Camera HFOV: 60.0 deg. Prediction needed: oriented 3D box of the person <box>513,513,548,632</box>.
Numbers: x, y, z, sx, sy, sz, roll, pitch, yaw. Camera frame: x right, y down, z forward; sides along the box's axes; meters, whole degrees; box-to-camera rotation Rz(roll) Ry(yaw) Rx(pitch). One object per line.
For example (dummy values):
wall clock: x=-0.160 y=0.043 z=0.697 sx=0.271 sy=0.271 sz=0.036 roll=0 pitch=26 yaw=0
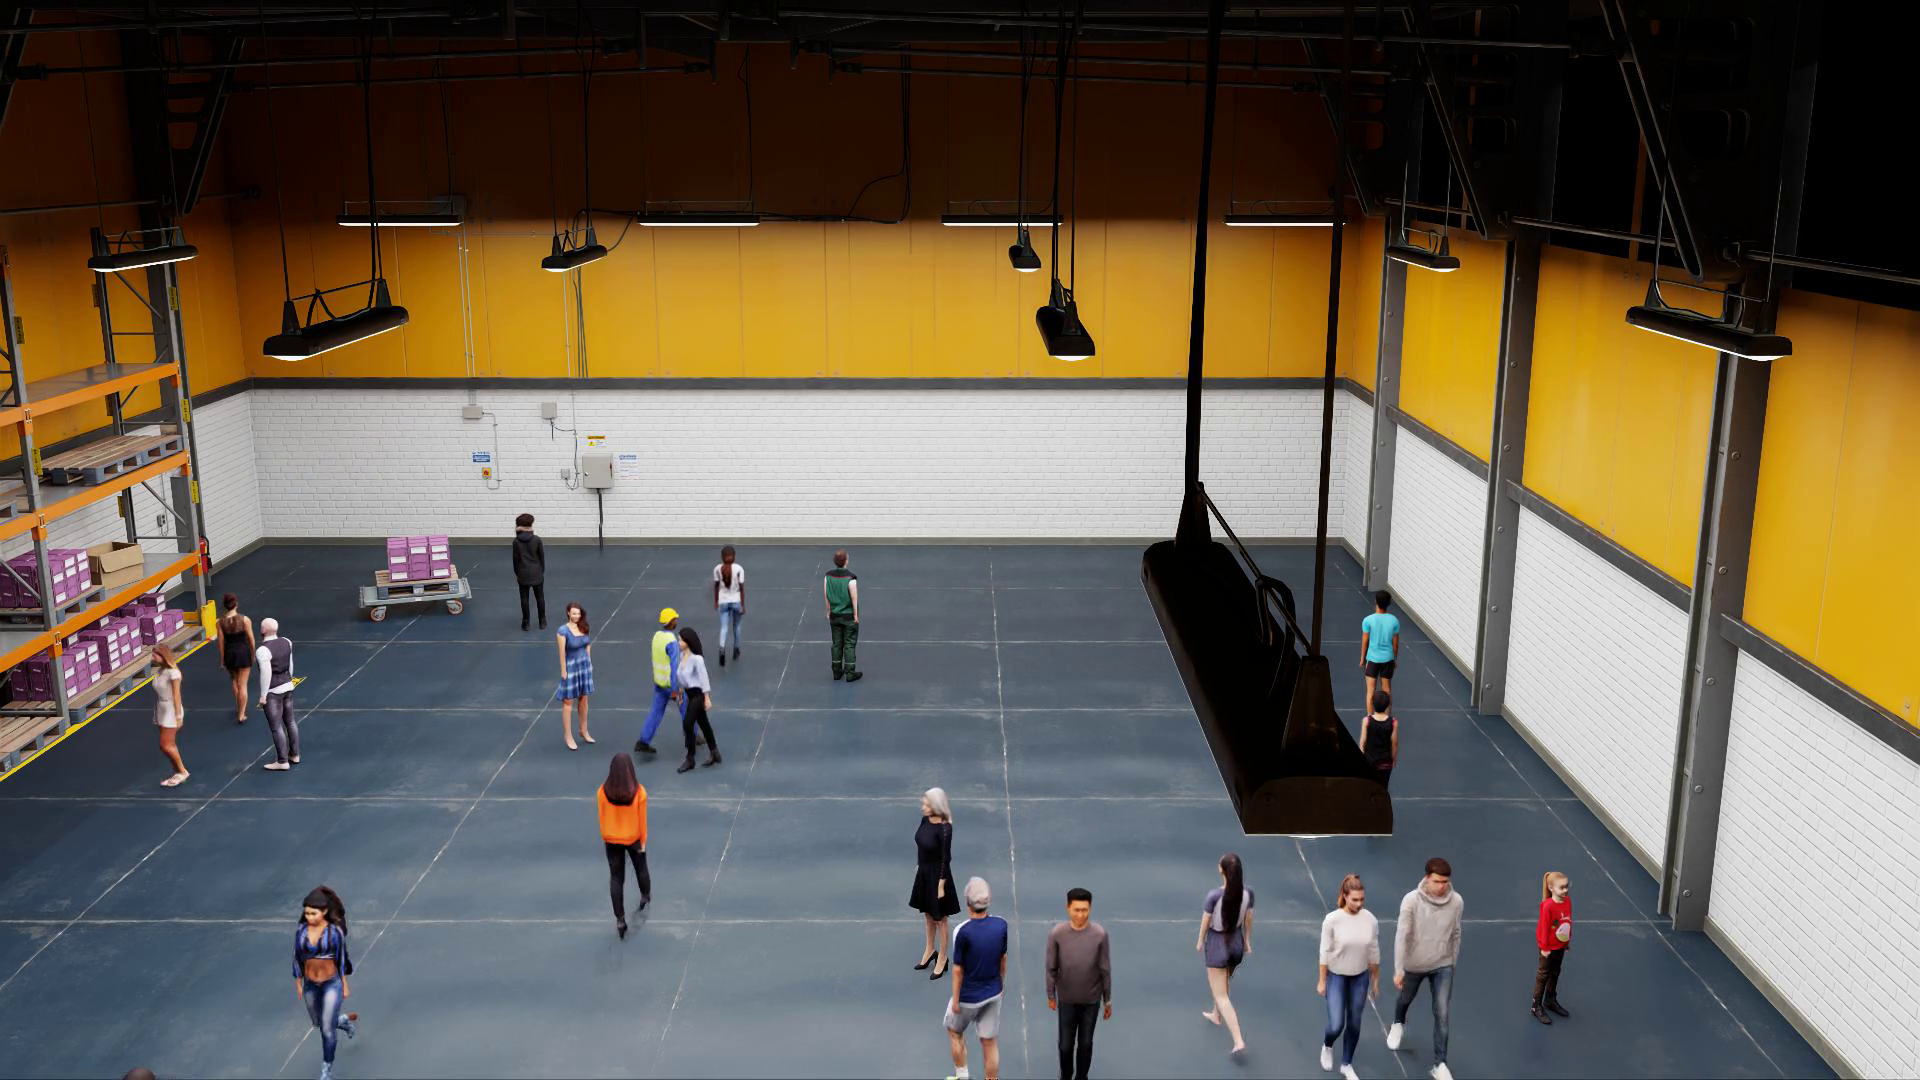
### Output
person: x=-6.453 y=0.479 z=24.965 sx=0.683 sy=1.775 sz=0.678 roll=-4 pitch=14 yaw=-14

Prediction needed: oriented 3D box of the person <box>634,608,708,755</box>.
person: x=-3.557 y=1.728 z=19.819 sx=1.253 sy=1.768 sz=1.206 roll=-13 pitch=18 yaw=-42

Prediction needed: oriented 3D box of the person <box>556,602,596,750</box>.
person: x=-4.645 y=1.626 z=20.159 sx=0.822 sy=1.807 sz=0.732 roll=10 pitch=17 yaw=36

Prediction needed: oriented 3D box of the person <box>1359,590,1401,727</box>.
person: x=5.238 y=1.499 z=20.755 sx=0.615 sy=1.773 sz=0.489 roll=0 pitch=14 yaw=-1

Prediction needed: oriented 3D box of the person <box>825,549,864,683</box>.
person: x=-1.585 y=1.009 z=22.628 sx=0.732 sy=1.844 sz=0.738 roll=6 pitch=15 yaw=24

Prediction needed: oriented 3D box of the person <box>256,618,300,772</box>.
person: x=-7.990 y=1.787 z=19.458 sx=0.810 sy=1.823 sz=0.633 roll=4 pitch=14 yaw=15

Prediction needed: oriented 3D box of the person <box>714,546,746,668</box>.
person: x=-3.232 y=0.943 z=23.220 sx=0.595 sy=1.693 sz=1.046 roll=0 pitch=14 yaw=2

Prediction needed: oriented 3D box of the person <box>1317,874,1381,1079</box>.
person: x=2.995 y=3.403 z=13.018 sx=0.669 sy=1.714 sz=0.695 roll=-2 pitch=14 yaw=-9

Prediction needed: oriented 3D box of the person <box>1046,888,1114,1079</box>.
person: x=0.917 y=3.452 z=12.725 sx=0.613 sy=1.757 sz=0.648 roll=0 pitch=14 yaw=0

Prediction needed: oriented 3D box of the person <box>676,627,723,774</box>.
person: x=-2.998 y=1.853 z=19.421 sx=0.964 sy=1.712 sz=0.933 roll=-10 pitch=17 yaw=-35

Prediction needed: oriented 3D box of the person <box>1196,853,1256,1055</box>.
person: x=2.182 y=3.353 z=13.434 sx=0.849 sy=1.615 sz=1.092 roll=-6 pitch=15 yaw=-22

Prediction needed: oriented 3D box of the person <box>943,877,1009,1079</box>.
person: x=0.176 y=3.461 z=12.552 sx=0.824 sy=1.821 sz=0.877 roll=-7 pitch=15 yaw=-28

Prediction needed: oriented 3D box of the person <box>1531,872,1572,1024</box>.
person: x=4.984 y=3.395 z=13.973 sx=0.586 sy=1.281 sz=0.629 roll=-9 pitch=16 yaw=-33

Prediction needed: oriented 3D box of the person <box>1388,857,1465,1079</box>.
person: x=3.651 y=3.318 z=13.159 sx=0.722 sy=1.814 sz=1.166 roll=0 pitch=14 yaw=1

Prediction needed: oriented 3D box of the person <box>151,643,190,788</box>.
person: x=-8.938 y=1.981 z=18.959 sx=0.756 sy=1.681 sz=0.708 roll=-13 pitch=19 yaw=-43

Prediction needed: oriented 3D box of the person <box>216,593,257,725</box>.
person: x=-9.127 y=1.514 z=20.961 sx=0.652 sy=1.647 sz=1.001 roll=-2 pitch=14 yaw=-7

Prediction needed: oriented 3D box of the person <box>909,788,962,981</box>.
person: x=-0.233 y=2.997 z=14.625 sx=0.757 sy=1.748 sz=0.673 roll=-9 pitch=16 yaw=-34

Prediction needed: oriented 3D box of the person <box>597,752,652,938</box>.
person: x=-3.125 y=2.828 z=15.369 sx=0.627 sy=1.725 sz=0.960 roll=-1 pitch=14 yaw=-2

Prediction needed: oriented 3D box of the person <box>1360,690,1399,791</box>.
person: x=4.428 y=2.374 z=17.661 sx=0.637 sy=1.530 sz=0.864 roll=2 pitch=14 yaw=9

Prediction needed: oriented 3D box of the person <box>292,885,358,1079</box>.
person: x=-4.950 y=3.461 z=13.020 sx=0.669 sy=1.600 sz=0.961 roll=1 pitch=14 yaw=4
